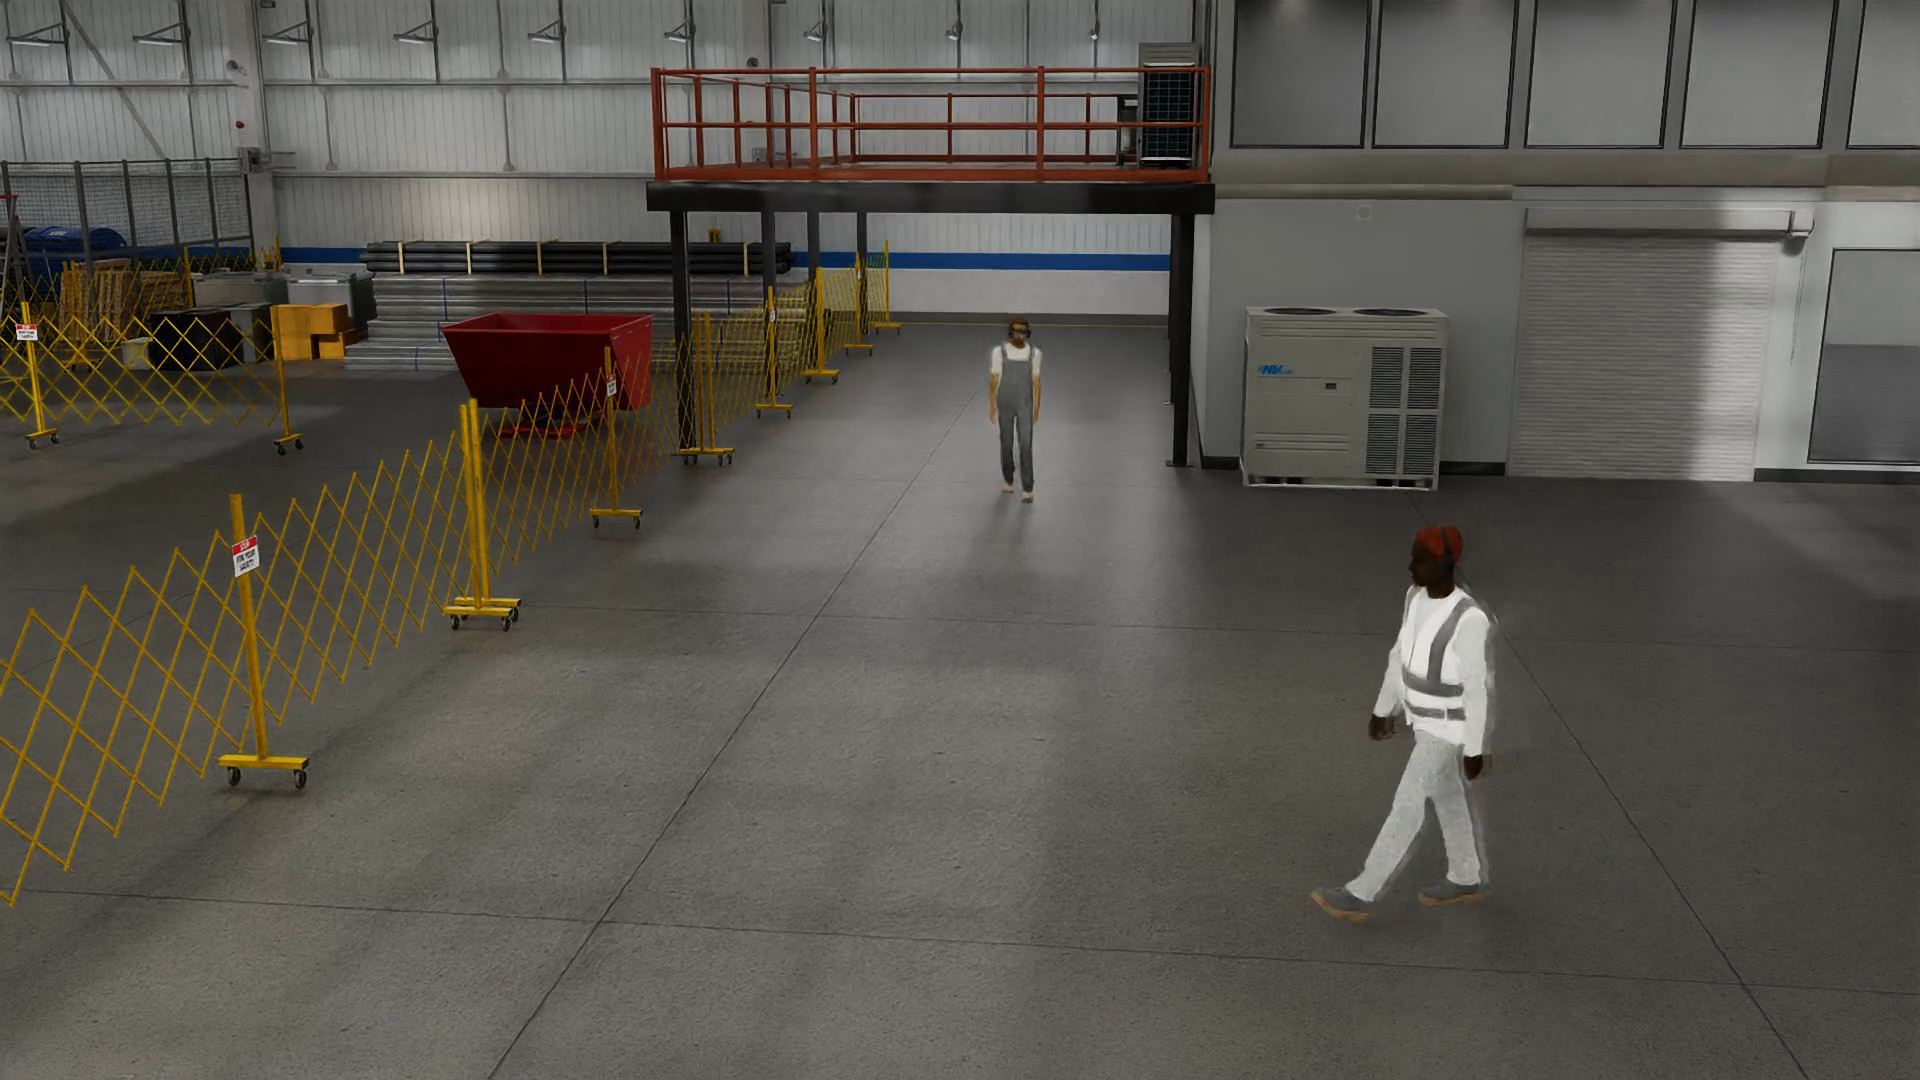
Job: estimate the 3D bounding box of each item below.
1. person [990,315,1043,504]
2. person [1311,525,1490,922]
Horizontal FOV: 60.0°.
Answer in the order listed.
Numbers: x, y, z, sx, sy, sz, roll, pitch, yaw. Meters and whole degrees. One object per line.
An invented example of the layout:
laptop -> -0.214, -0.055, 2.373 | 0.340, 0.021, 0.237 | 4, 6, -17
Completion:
person -> 0.554, -1.305, 16.366 | 0.517, 1.811, 0.837 | 0, 14, 1
person -> 2.032, 0.837, 7.529 | 0.969, 1.837, 0.588 | -2, 14, -9
